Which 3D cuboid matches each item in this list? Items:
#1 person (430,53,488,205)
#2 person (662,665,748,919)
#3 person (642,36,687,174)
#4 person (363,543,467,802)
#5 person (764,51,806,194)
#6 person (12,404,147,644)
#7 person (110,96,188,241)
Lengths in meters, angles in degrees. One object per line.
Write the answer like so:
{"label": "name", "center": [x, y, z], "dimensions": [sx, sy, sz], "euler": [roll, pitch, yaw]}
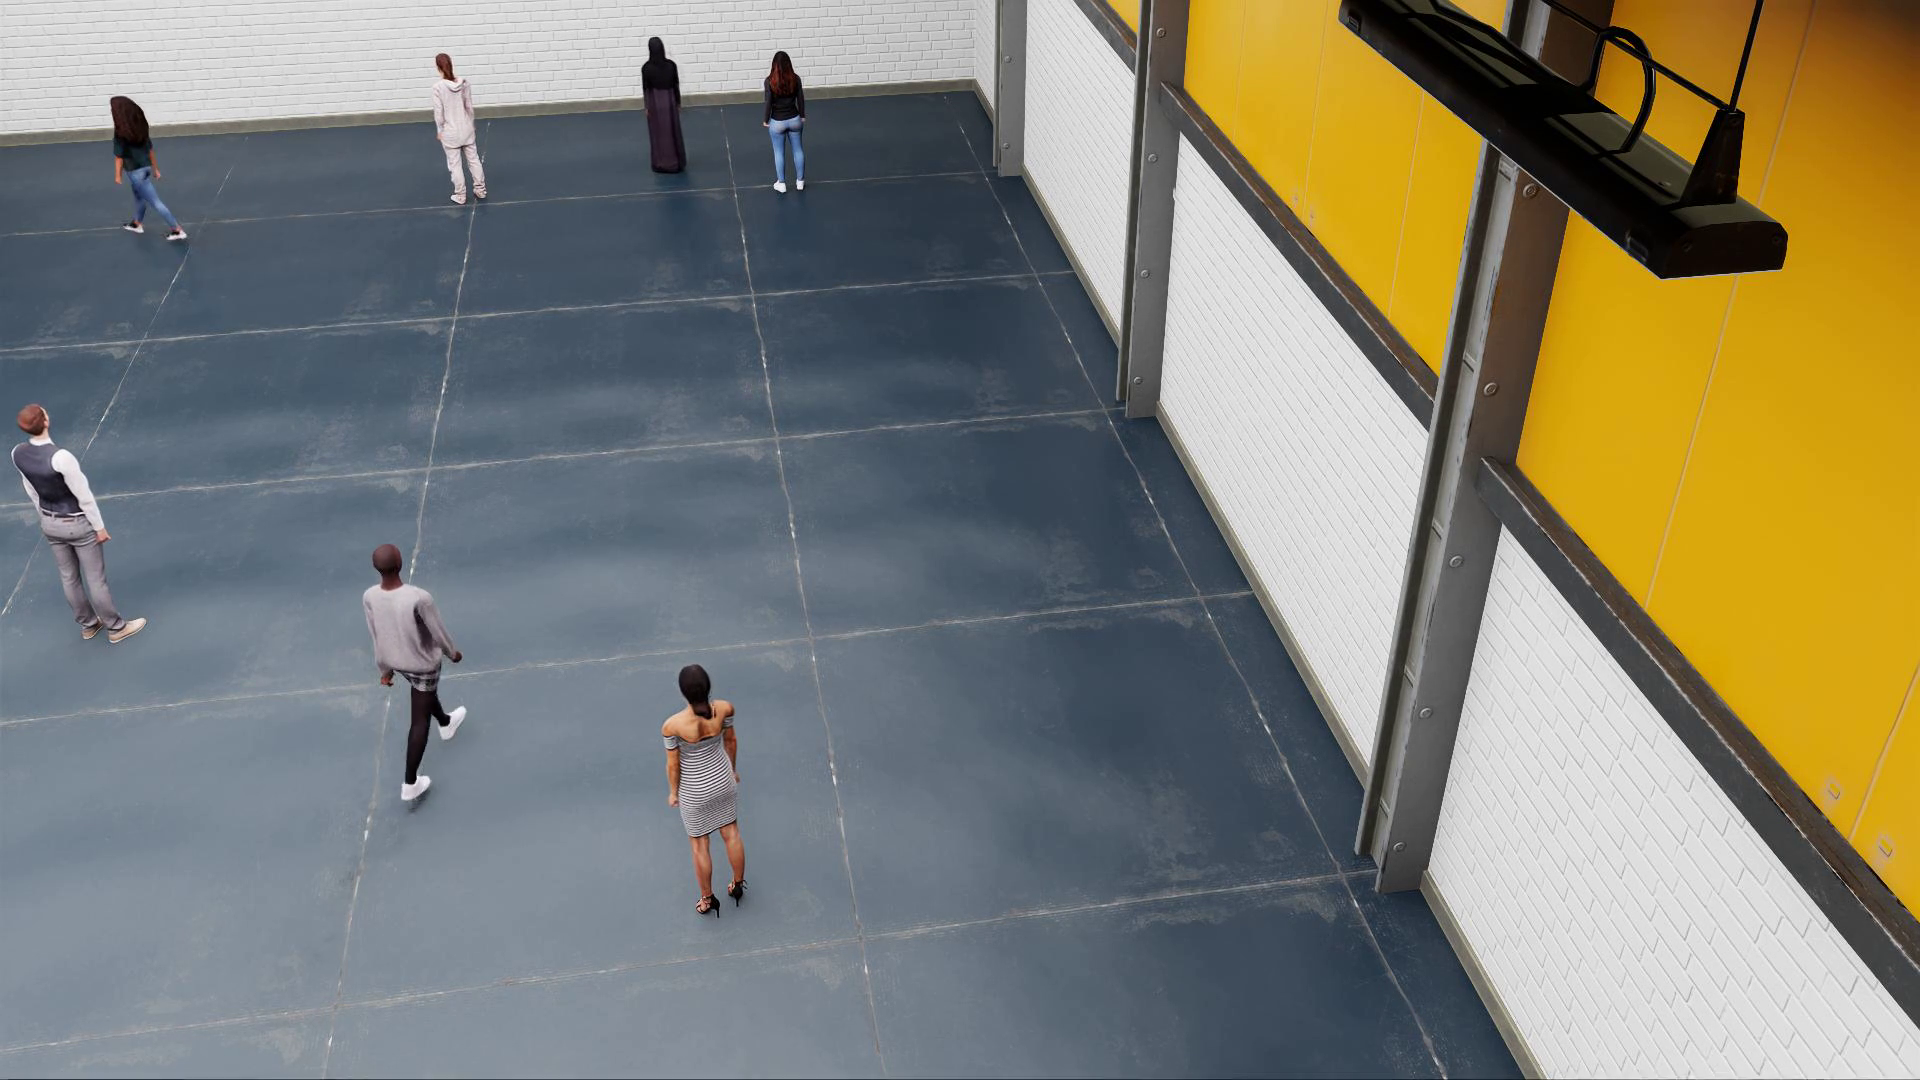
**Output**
{"label": "person", "center": [-5.739, -4.694, 18.964], "dimensions": [0.730, 1.691, 0.741], "euler": [-26, 41, -33]}
{"label": "person", "center": [-1.455, 1.451, 9.601], "dimensions": [0.664, 1.822, 0.657], "euler": [-19, 38, -26]}
{"label": "person", "center": [-3.533, -5.175, 19.757], "dimensions": [0.627, 1.615, 0.624], "euler": [-10, 35, -15]}
{"label": "person", "center": [-3.510, 0.854, 10.584], "dimensions": [0.950, 1.728, 1.261], "euler": [7, 34, 11]}
{"label": "person", "center": [-2.022, -4.849, 19.248], "dimensions": [0.686, 1.634, 0.619], "euler": [-12, 35, -17]}
{"label": "person", "center": [-6.358, -0.119, 11.863], "dimensions": [0.741, 1.933, 0.728], "euler": [9, 35, 14]}
{"label": "person", "center": [-8.803, -3.962, 17.971], "dimensions": [0.947, 1.572, 1.102], "euler": [8, 34, 12]}
